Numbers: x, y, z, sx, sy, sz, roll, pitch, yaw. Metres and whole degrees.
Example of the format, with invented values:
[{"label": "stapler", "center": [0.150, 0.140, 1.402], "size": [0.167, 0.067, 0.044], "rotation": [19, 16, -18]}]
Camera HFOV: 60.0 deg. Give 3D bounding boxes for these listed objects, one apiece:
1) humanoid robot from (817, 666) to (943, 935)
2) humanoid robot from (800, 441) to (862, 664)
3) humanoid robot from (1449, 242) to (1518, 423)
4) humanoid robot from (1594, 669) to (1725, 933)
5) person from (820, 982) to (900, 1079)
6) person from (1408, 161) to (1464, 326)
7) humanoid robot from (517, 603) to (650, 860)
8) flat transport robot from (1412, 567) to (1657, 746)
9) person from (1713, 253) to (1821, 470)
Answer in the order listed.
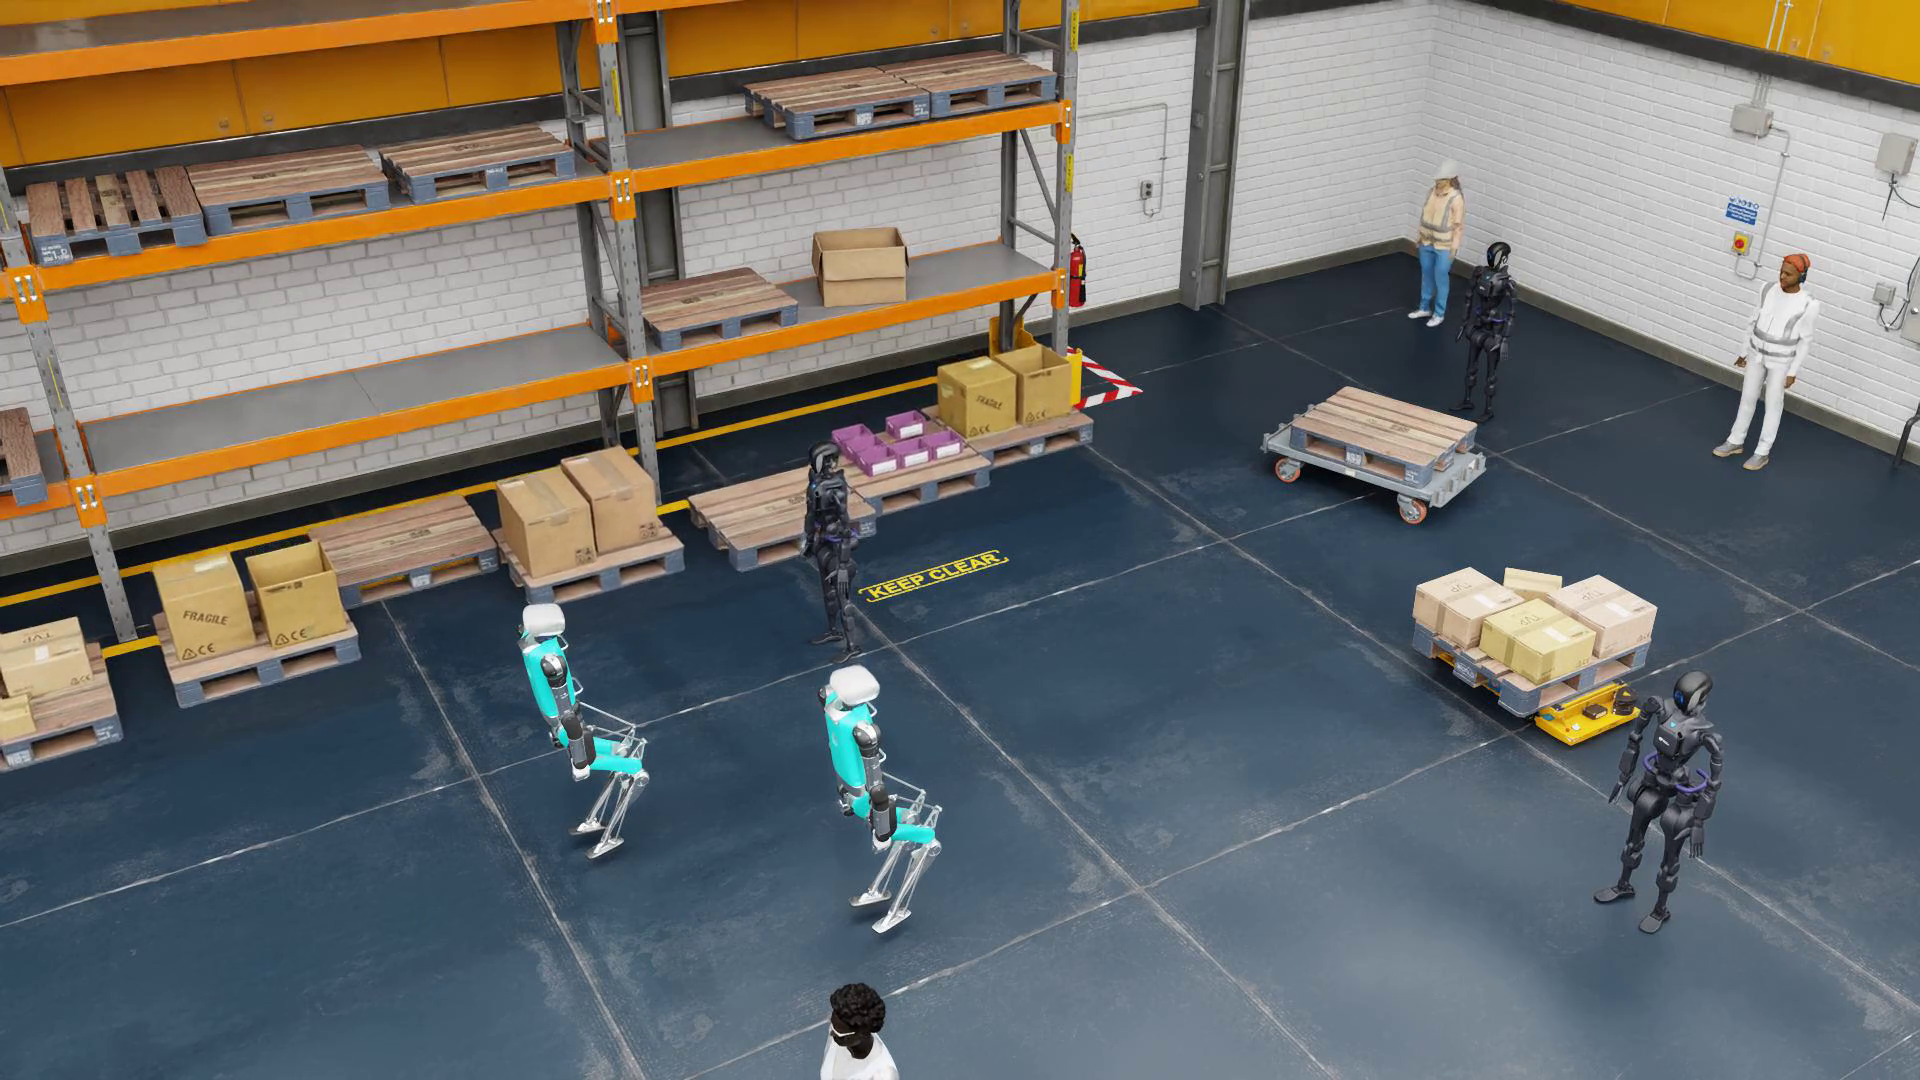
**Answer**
[{"label": "humanoid robot", "center": [-0.359, 1.352, 8.953], "size": [0.735, 1.677, 0.533], "rotation": [-16, 33, -26]}, {"label": "humanoid robot", "center": [-0.881, 0.072, 11.400], "size": [0.315, 1.657, 0.599], "rotation": [-16, 33, -26]}, {"label": "humanoid robot", "center": [4.702, -1.860, 14.820], "size": [0.315, 1.657, 0.599], "rotation": [-16, 33, -26]}, {"label": "humanoid robot", "center": [3.842, 1.403, 9.044], "size": [0.315, 1.657, 0.599], "rotation": [-16, 33, -26]}, {"label": "person", "center": [-0.418, 2.533, 7.039], "size": [0.318, 1.696, 0.534], "rotation": [-16, 33, -27]}, {"label": "person", "center": [4.822, -2.997, 16.815], "size": [0.401, 1.718, 0.515], "rotation": [-20, 35, -31]}, {"label": "humanoid robot", "center": [-2.073, 1.046, 9.495], "size": [0.735, 1.677, 0.533], "rotation": [-16, 33, -26]}, {"label": "flat transport robot", "center": [3.869, 0.890, 11.399], "size": [0.659, 0.231, 1.431], "rotation": [-16, 33, -26]}, {"label": "person", "center": [6.823, -1.512, 14.012], "size": [0.356, 1.882, 0.574], "rotation": [-16, 33, -27]}]
